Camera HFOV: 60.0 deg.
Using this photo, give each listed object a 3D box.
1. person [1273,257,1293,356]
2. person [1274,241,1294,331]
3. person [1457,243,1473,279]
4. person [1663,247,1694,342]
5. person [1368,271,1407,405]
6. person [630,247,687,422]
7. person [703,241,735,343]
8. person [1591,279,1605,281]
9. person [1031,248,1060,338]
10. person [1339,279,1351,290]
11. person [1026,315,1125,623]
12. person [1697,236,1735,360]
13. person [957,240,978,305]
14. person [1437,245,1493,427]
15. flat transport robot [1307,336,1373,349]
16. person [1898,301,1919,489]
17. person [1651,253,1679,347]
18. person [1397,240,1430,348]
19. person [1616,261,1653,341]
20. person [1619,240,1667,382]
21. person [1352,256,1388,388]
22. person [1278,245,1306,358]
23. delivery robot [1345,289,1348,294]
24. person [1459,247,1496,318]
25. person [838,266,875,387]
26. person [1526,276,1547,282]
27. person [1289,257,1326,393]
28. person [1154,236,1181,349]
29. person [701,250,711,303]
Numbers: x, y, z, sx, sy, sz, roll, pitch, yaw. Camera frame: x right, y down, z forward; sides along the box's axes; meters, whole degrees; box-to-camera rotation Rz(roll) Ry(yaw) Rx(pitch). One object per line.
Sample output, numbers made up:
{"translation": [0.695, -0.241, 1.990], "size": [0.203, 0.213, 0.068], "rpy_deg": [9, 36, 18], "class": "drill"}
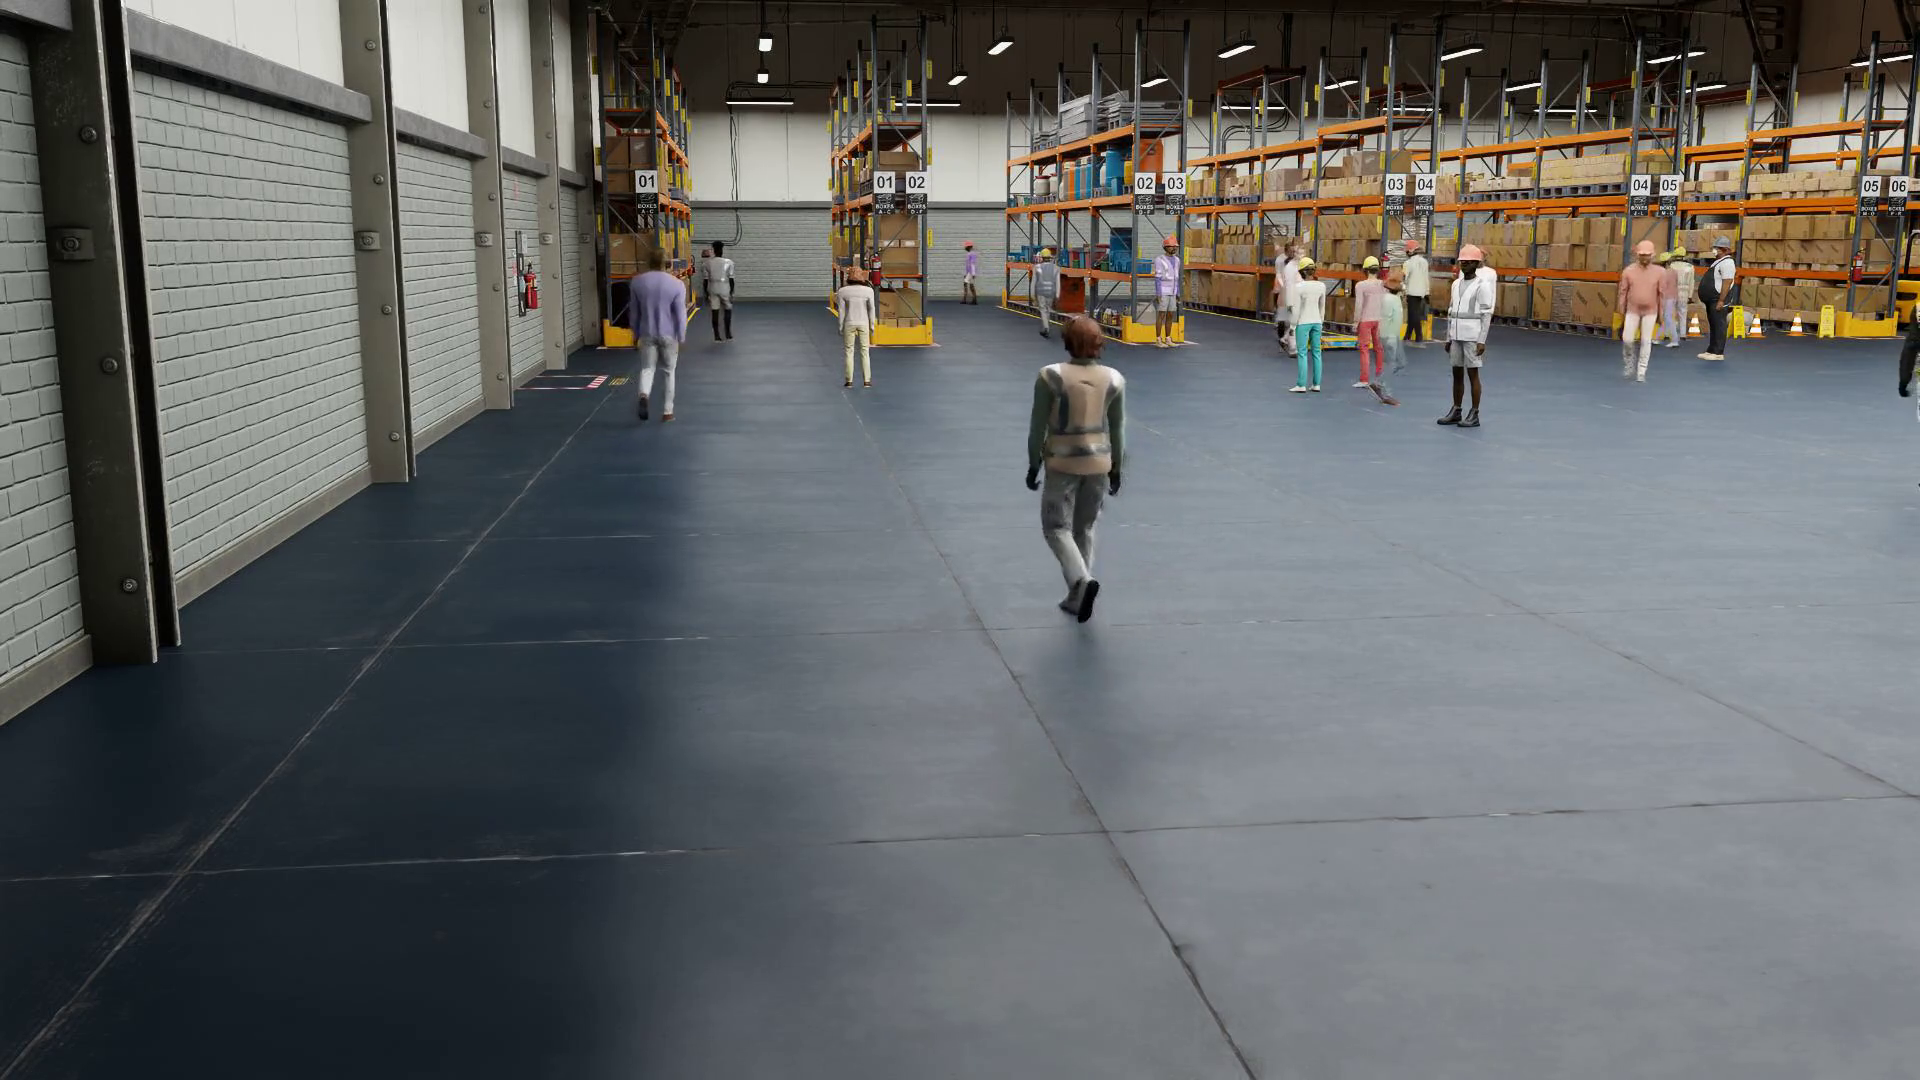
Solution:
{"translation": [5.625, -3.988, 28.414], "size": [0.545, 1.681, 0.383], "rpy_deg": [1, 10, 7], "class": "person"}
{"translation": [7.065, -5.490, 36.009], "size": [0.626, 1.931, 0.375], "rpy_deg": [-8, 13, -37], "class": "person"}
{"translation": [10.230, -5.040, 33.600], "size": [0.651, 1.904, 0.403], "rpy_deg": [-7, 12, -32], "class": "person"}
{"translation": [13.918, -4.766, 32.291], "size": [0.591, 1.834, 0.404], "rpy_deg": [4, 11, 22], "class": "person"}
{"translation": [5.211, -2.434, 20.088], "size": [0.388, 1.619, 0.517], "rpy_deg": [5, 12, 27], "class": "person"}
{"translation": [-3.281, -2.214, 18.066], "size": [0.647, 1.924, 0.657], "rpy_deg": [1, 10, 7], "class": "person"}
{"translation": [-4.616, -4.775, 32.037], "size": [0.623, 1.931, 0.884], "rpy_deg": [1, 10, 4], "class": "person"}
{"translation": [15.439, -6.258, 40.353], "size": [0.959, 1.872, 0.554], "rpy_deg": [10, 14, 43], "class": "person"}
{"translation": [1.732, -4.989, 33.603], "size": [0.597, 1.801, 0.848], "rpy_deg": [-3, 11, -14], "class": "person"}
{"translation": [11.793, -7.933, 50.264], "size": [0.865, 1.599, 0.528], "rpy_deg": [-8, 13, -39], "class": "person"}
{"translation": [0.637, -0.365, 8.735], "size": [0.527, 1.620, 0.618], "rpy_deg": [-3, 11, -18], "class": "person"}
{"translation": [12.498, -4.000, 27.524], "size": [0.537, 2.000, 0.682], "rpy_deg": [2, 11, 11], "class": "person"}
{"translation": [0.181, -7.955, 49.557], "size": [0.794, 1.906, 0.565], "rpy_deg": [-2, 10, -8], "class": "person"}
{"translation": [5.404, -2.175, 17.790], "size": [0.349, 1.940, 0.551], "rpy_deg": [-6, 12, -28], "class": "person"}
{"translation": [6.773, -3.570, 30.019], "size": [1.431, 0.197, 0.652], "rpy_deg": [-3, 11, -16], "class": "flat transport robot"}
{"translation": [7.788, -1.277, 13.192], "size": [0.650, 1.819, 0.637], "rpy_deg": [10, 14, 44], "class": "person"}
{"translation": [12.954, -4.423, 30.682], "size": [0.540, 1.720, 0.829], "rpy_deg": [-8, 13, -37], "class": "person"}
{"translation": [8.274, -4.531, 30.634], "size": [0.642, 1.958, 0.877], "rpy_deg": [-7, 12, -33], "class": "person"}
{"translation": [13.040, -4.738, 31.954], "size": [0.547, 1.912, 0.920], "rpy_deg": [-6, 12, -29], "class": "person"}
{"translation": [9.559, -3.198, 23.301], "size": [0.618, 1.982, 0.433], "rpy_deg": [4, 11, 23], "class": "person"}
{"translation": [5.508, -2.926, 22.389], "size": [0.533, 1.767, 0.326], "rpy_deg": [-4, 11, -21], "class": "person"}
{"translation": [5.595, -3.980, 27.822], "size": [0.514, 1.891, 0.648], "rpy_deg": [8, 13, 36], "class": "person"}
{"translation": [11.771, -7.378, 49.861], "size": [0.707, 0.478, 0.477], "rpy_deg": [8, 13, 37], "class": "delivery robot"}
{"translation": [8.071, -3.639, 26.017], "size": [0.601, 1.870, 0.588], "rpy_deg": [5, 12, 28], "class": "person"}
{"translation": [-1.398, -2.874, 22.466], "size": [0.507, 1.632, 0.272], "rpy_deg": [-1, 10, -5], "class": "person"}
{"translation": [15.849, -7.245, 45.667], "size": [0.650, 1.913, 0.409], "rpy_deg": [-3, 11, -18], "class": "person"}
{"translation": [4.528, -2.802, 21.727], "size": [0.523, 1.761, 0.330], "rpy_deg": [-5, 11, -25], "class": "person"}
{"translation": [3.805, -4.510, 30.306], "size": [0.605, 2.045, 0.378], "rpy_deg": [-9, 13, -40], "class": "person"}
{"translation": [-7.827, -8.148, 51.378], "size": [0.264, 1.632, 0.507], "rpy_deg": [6, 12, 30], "class": "person"}
